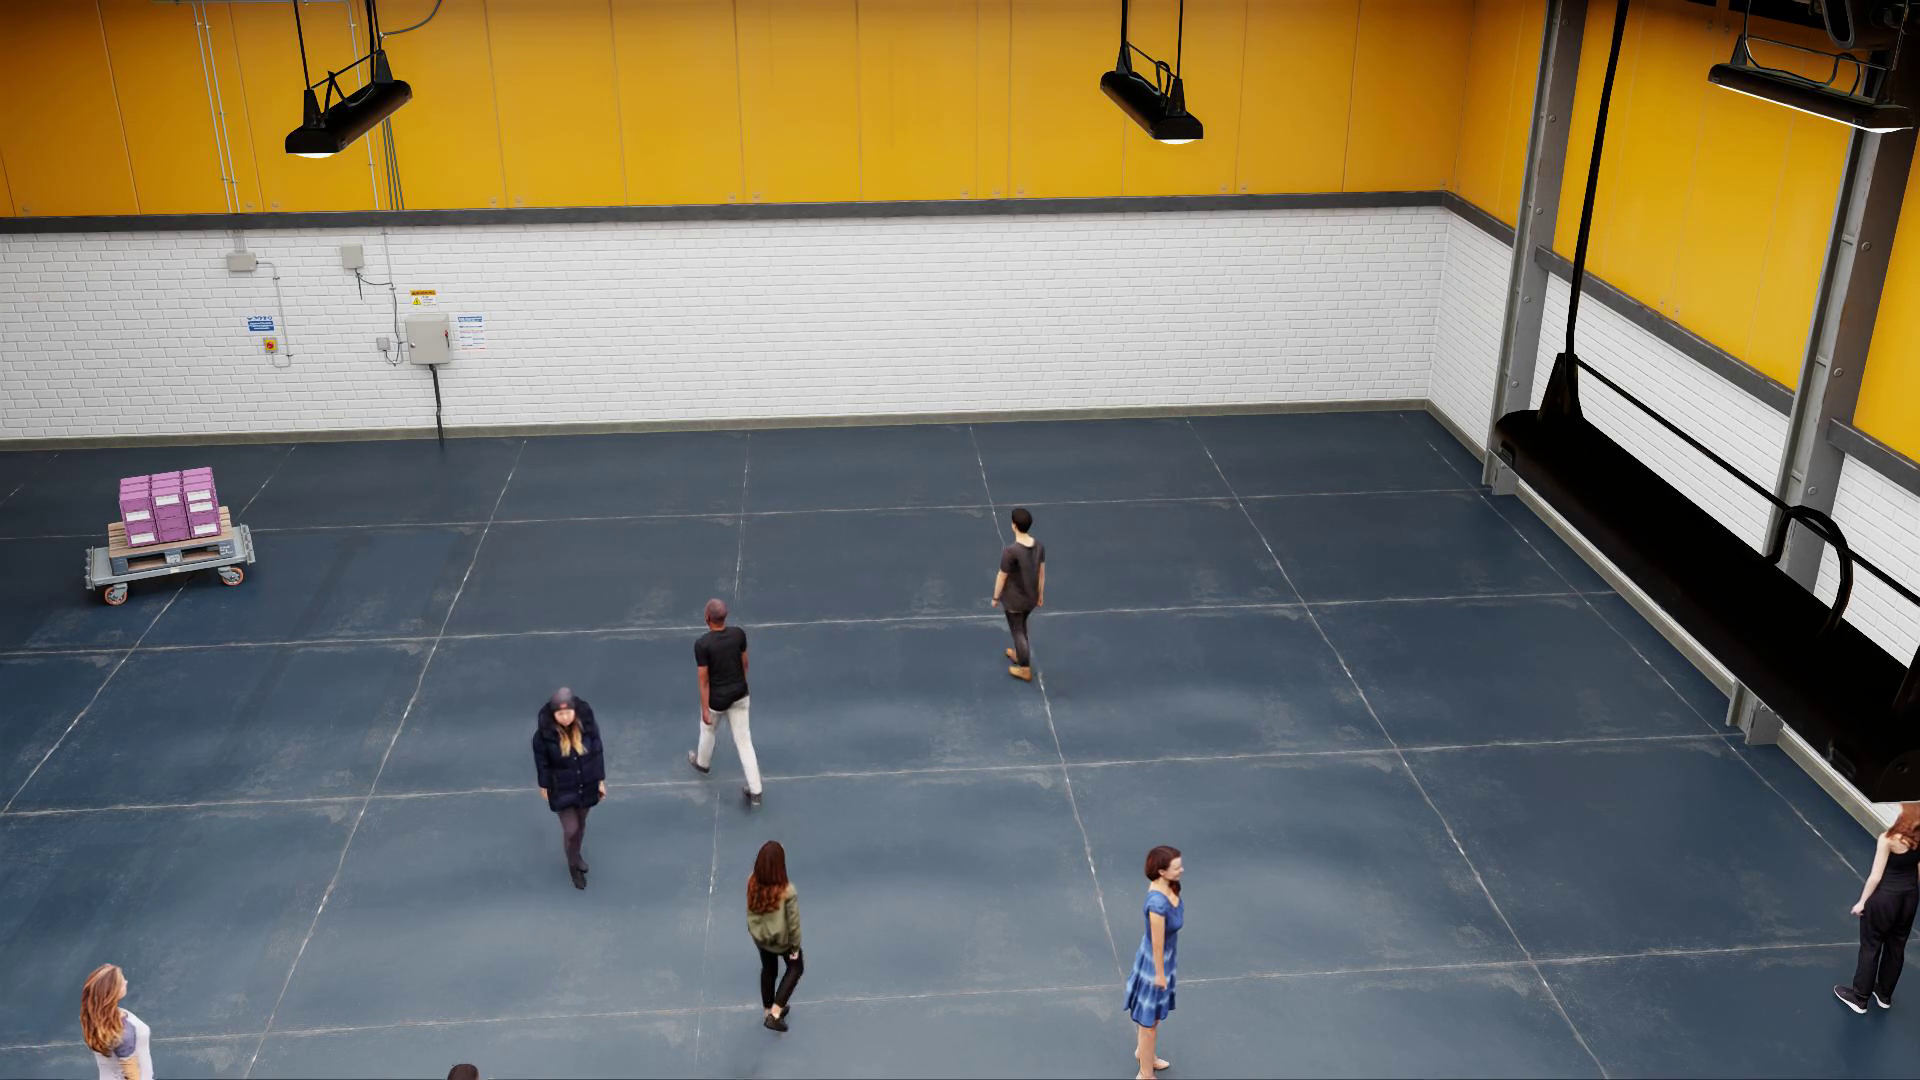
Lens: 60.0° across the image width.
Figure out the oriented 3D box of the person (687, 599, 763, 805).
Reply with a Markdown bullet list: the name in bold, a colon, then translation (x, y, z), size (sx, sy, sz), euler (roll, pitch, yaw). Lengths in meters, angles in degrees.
- **person**: translation (-1.893, 1.381, 13.777), size (1.092, 1.744, 1.323), euler (-16, 28, -32)

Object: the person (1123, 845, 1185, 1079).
- **person**: translation (1.268, 2.727, 10.621), size (0.784, 1.805, 0.608), euler (4, 24, 9)

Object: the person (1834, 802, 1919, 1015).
- **person**: translation (6.358, 2.447, 11.334), size (0.591, 1.747, 0.548), euler (-4, 24, -10)

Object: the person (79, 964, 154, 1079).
- **person**: translation (-4.891, 3.224, 9.618), size (1.020, 1.700, 1.107), euler (17, 29, 33)

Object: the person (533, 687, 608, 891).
- **person**: translation (-3.019, 1.836, 12.842), size (0.818, 1.658, 0.878), euler (-15, 27, -30)

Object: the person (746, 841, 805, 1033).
- **person**: translation (-1.276, 2.694, 11.121), size (0.721, 1.466, 0.770), euler (11, 26, 24)

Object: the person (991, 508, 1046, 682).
- **person**: translation (0.623, 0.545, 15.751), size (0.856, 1.695, 0.940), euler (-18, 30, -36)
